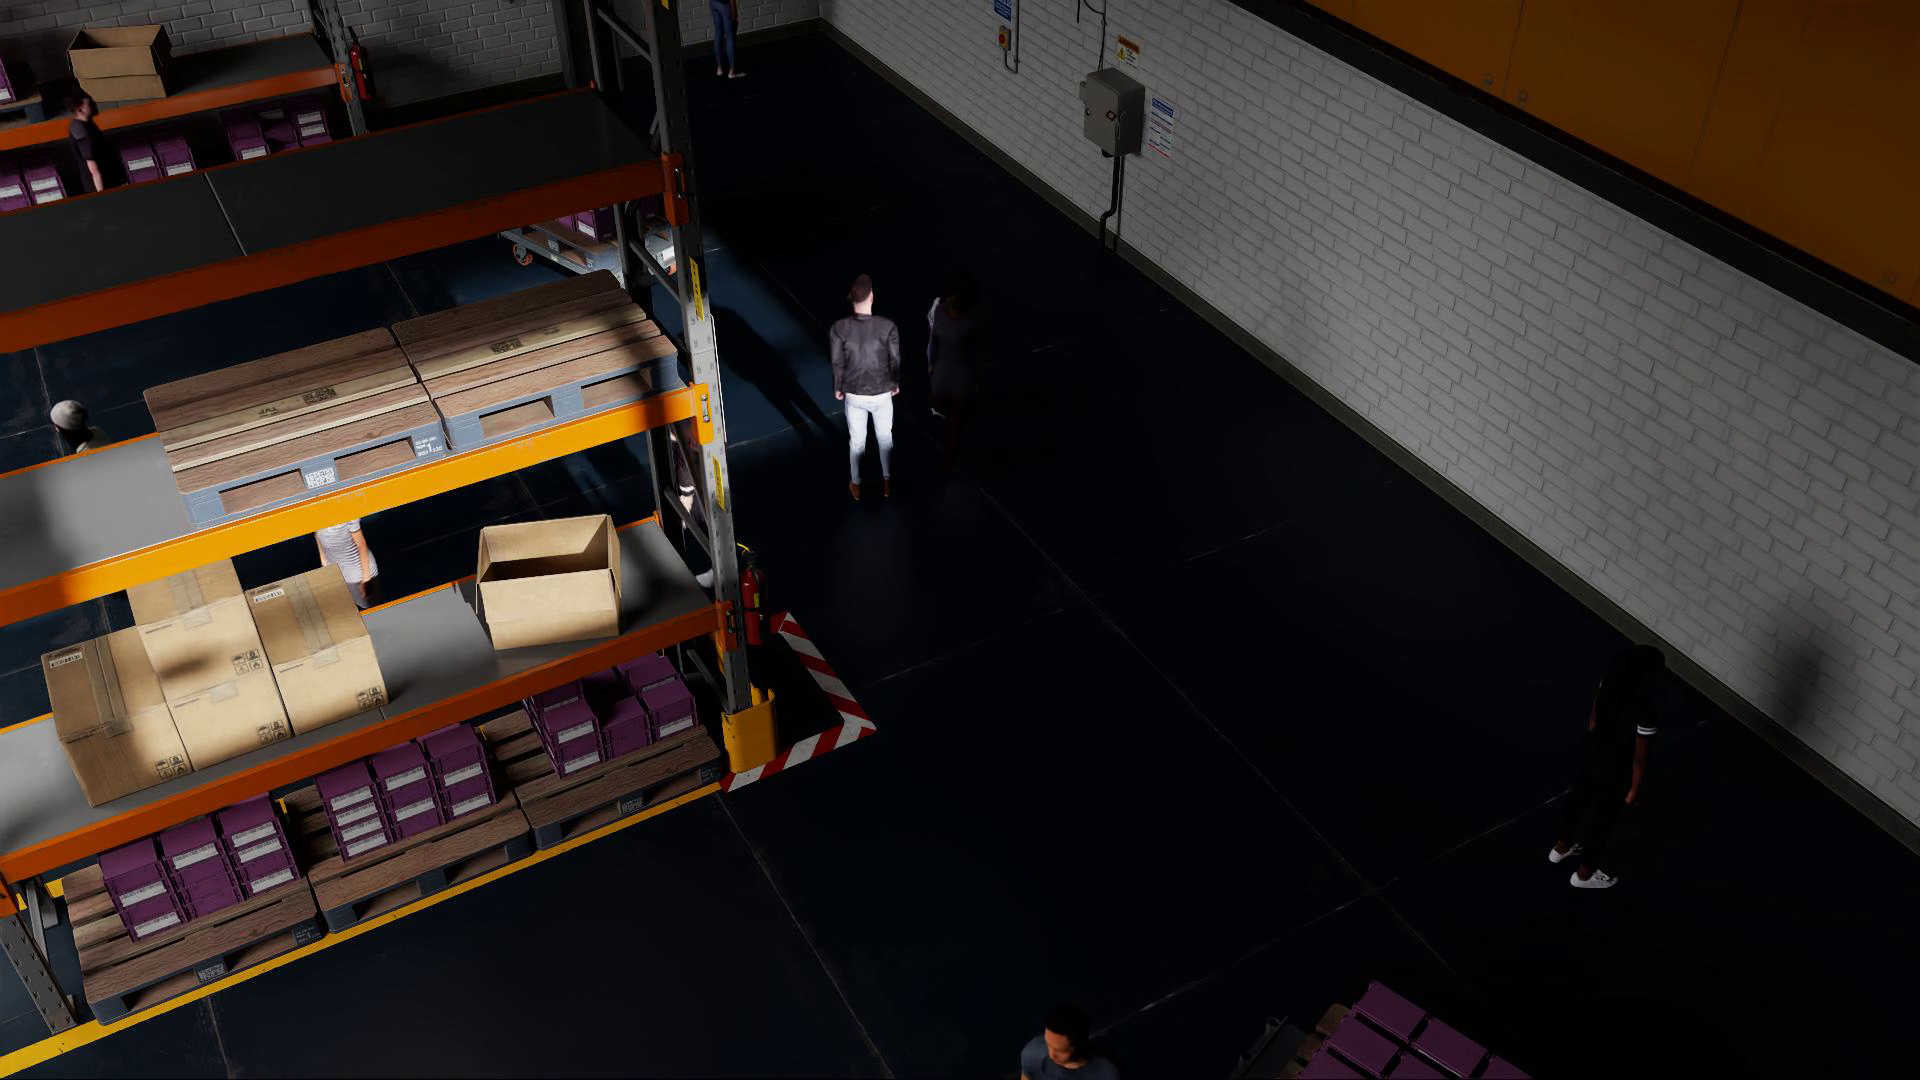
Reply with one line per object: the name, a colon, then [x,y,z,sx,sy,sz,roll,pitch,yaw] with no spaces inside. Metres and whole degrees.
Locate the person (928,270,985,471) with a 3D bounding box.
person: [0.019,-1.308,12.466,0.854,1.691,0.959,20,43,23]

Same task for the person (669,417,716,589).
person: [-1.681,-0.238,11.190,0.786,1.612,0.747,7,39,8]

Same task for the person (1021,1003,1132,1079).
person: [0.539,2.586,7.513,0.820,1.788,0.890,5,39,6]

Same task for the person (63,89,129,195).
person: [-7.534,-3.022,14.512,1.047,1.816,0.729,-20,43,-23]

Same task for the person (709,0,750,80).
person: [-2.612,-5.899,18.276,0.671,1.615,0.685,28,47,31]

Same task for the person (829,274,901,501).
person: [-0.669,-1.077,12.062,0.658,1.834,0.796,-3,39,-3]

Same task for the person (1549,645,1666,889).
person: [3.617,1.244,9.241,0.646,1.729,0.658,-11,40,-14]
